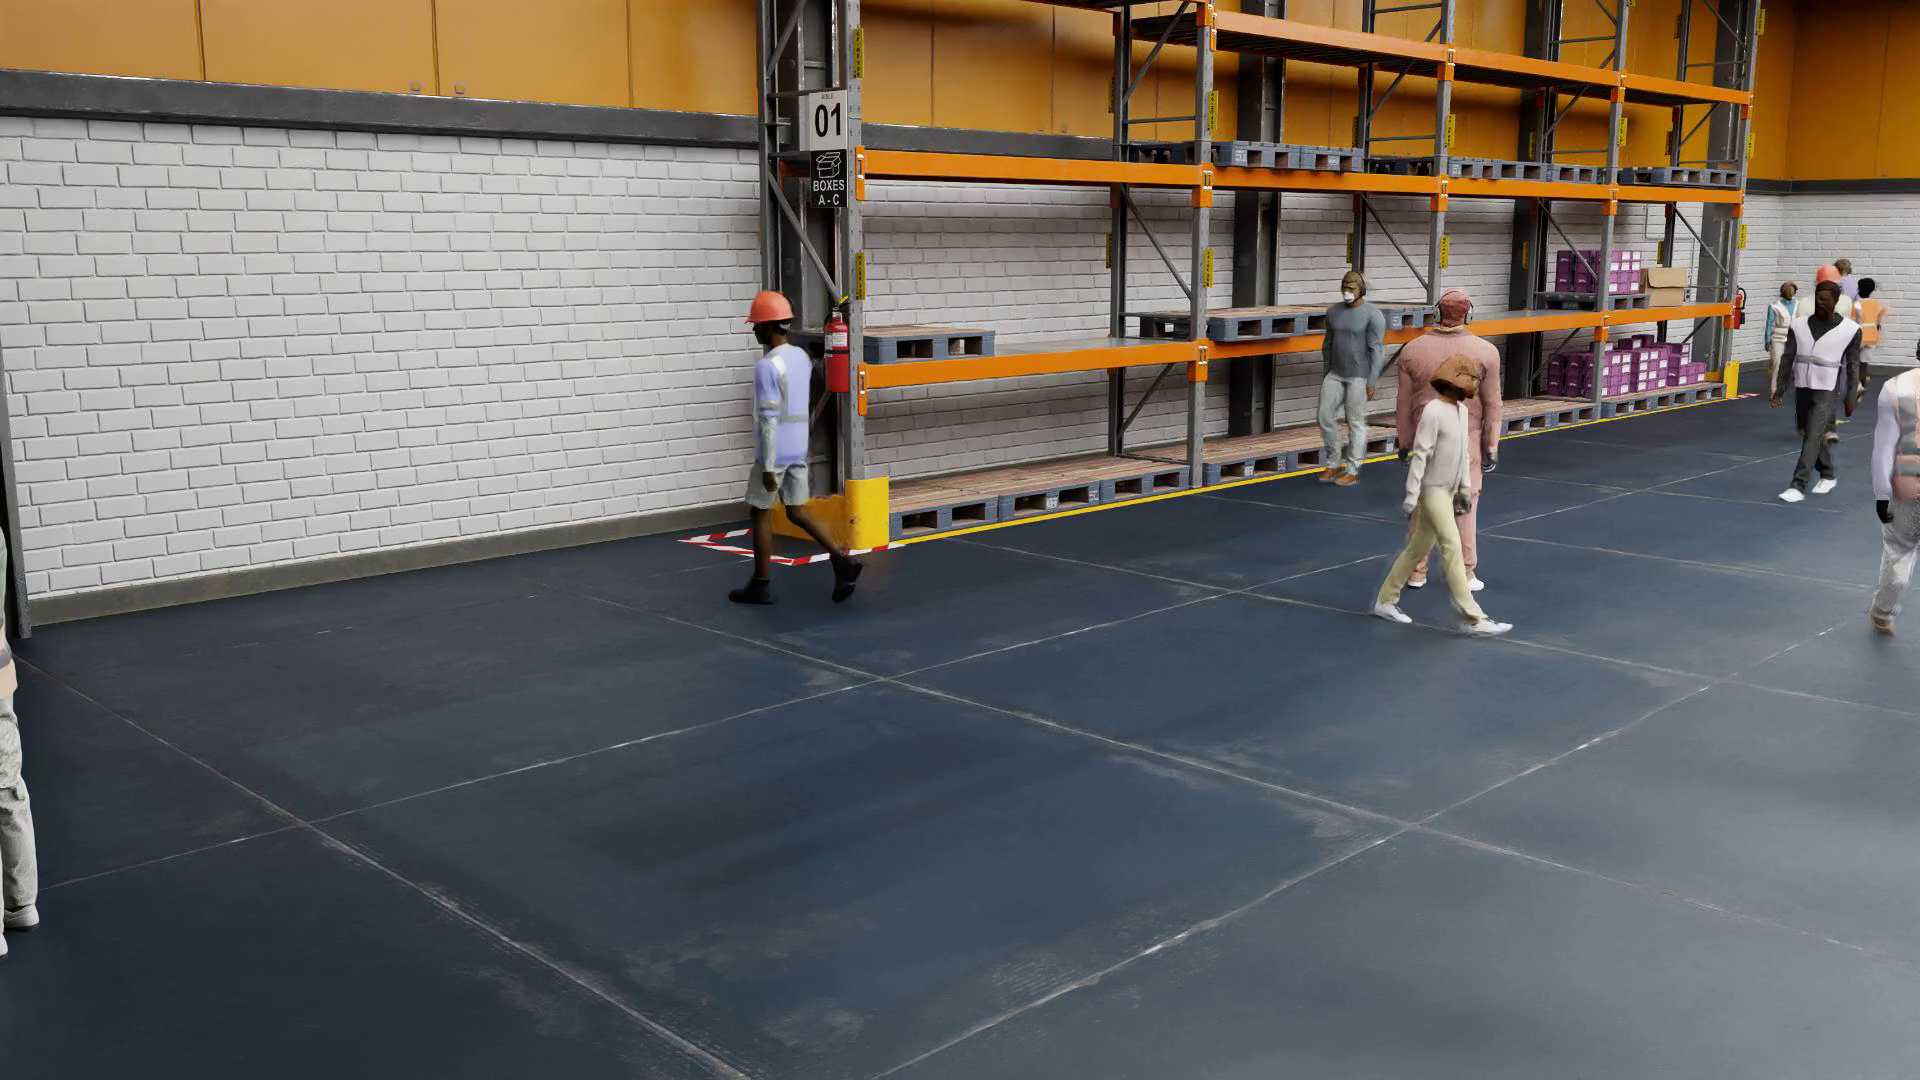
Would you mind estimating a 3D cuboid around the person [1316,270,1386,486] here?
[{"bbox_3d":[3.444,-1.427,14.822,0.520,1.927,0.662,-9,14,-41],"label":"person"}]

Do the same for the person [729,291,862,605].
[{"bbox_3d":[-1.021,-0.530,9.973,0.807,1.918,0.550,5,12,26],"label":"person"}]

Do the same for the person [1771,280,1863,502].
[{"bbox_3d":[7.345,-1.280,14.220,1.024,1.874,0.585,-7,13,-34],"label":"person"}]

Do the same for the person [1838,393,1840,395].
[{"bbox_3d":[12.318,-2.845,23.464,0.550,1.596,0.630,4,11,20],"label":"person"}]

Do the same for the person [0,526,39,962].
[{"bbox_3d":[-3.087,0.495,5.138,0.307,1.640,0.519,-1,10,-4],"label":"person"}]

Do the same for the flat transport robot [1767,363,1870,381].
[{"bbox_3d":[13.348,-2.623,25.877,0.652,0.197,1.431,-3,11,-14],"label":"flat transport robot"}]

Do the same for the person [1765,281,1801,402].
[{"bbox_3d":[11.158,-2.690,22.542,0.535,1.624,0.417,0,10,0],"label":"person"}]

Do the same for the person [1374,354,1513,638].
[{"bbox_3d":[2.740,-0.261,9.415,0.868,1.577,0.535,8,13,39],"label":"person"}]

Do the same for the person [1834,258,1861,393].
[{"bbox_3d":[12.212,-2.951,23.135,0.657,1.927,0.461,10,14,43],"label":"person"}]

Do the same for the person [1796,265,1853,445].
[{"bbox_3d":[9.303,-1.994,17.945,0.618,1.913,1.011,2,11,9],"label":"person"}]

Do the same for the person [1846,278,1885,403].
[{"bbox_3d":[12.005,-2.638,22.102,0.540,1.686,0.431,-1,10,-6],"label":"person"}]

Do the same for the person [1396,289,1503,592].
[{"bbox_3d":[3.078,-0.616,10.469,0.651,1.908,0.409,6,12,29],"label":"person"}]

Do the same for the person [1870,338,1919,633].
[{"bbox_3d":[5.255,-0.284,8.988,0.635,1.787,0.999,4,11,22],"label":"person"}]
